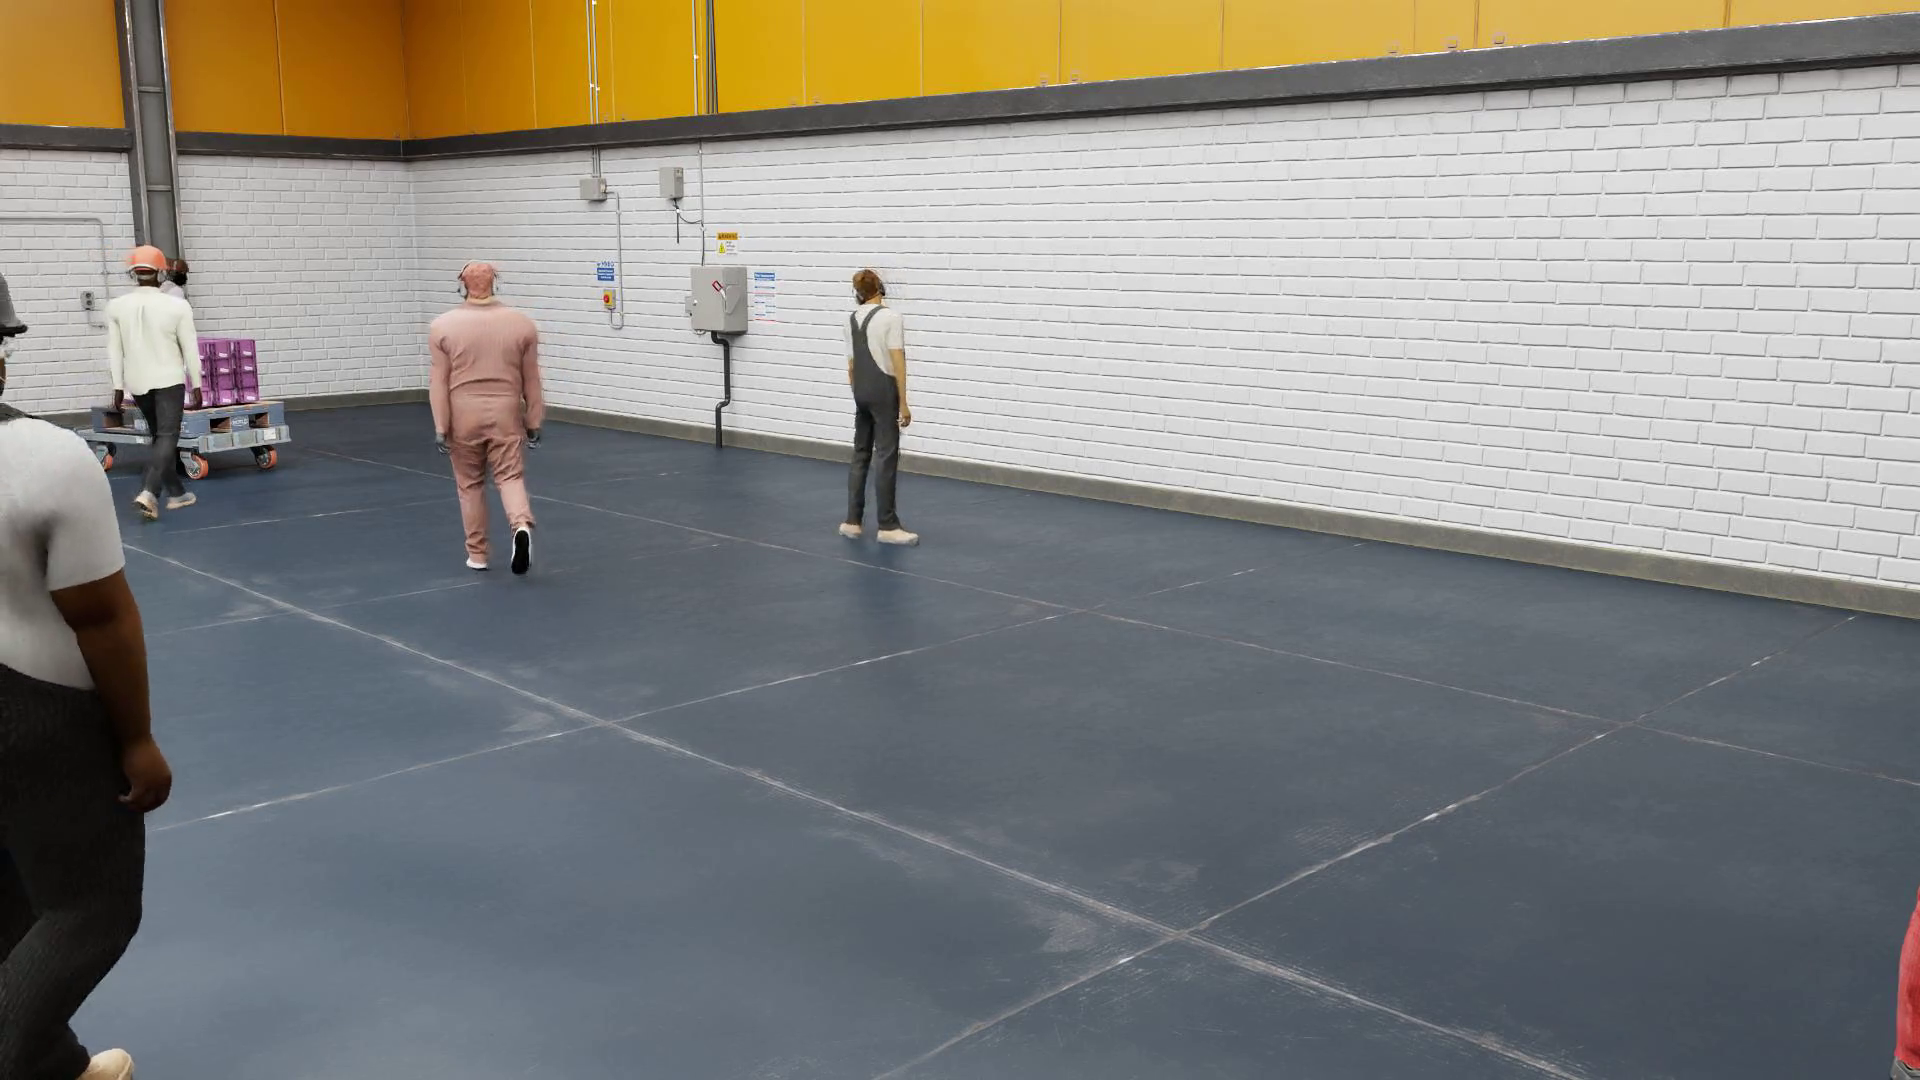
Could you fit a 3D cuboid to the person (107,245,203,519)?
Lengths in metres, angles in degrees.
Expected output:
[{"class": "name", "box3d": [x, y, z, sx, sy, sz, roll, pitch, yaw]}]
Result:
[{"class": "person", "box3d": [-5.818, -1.143, 12.020, 0.626, 1.961, 0.987, 0, 10, 0]}]

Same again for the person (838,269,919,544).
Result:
[{"class": "person", "box3d": [-0.525, -0.876, 11.002, 0.660, 1.803, 0.344, 10, 14, 43]}]

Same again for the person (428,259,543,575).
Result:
[{"class": "person", "box3d": [-2.795, -0.711, 9.852, 0.650, 1.885, 0.747, -5, 12, -26]}]

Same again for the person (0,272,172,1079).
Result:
[{"class": "person", "box3d": [-2.032, 0.386, 3.438, 0.687, 2.000, 0.793, 2, 11, 12]}]

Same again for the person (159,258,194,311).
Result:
[{"class": "person", "box3d": [-7.981, -1.955, 16.906, 0.714, 1.788, 0.894, 7, 12, 33]}]
